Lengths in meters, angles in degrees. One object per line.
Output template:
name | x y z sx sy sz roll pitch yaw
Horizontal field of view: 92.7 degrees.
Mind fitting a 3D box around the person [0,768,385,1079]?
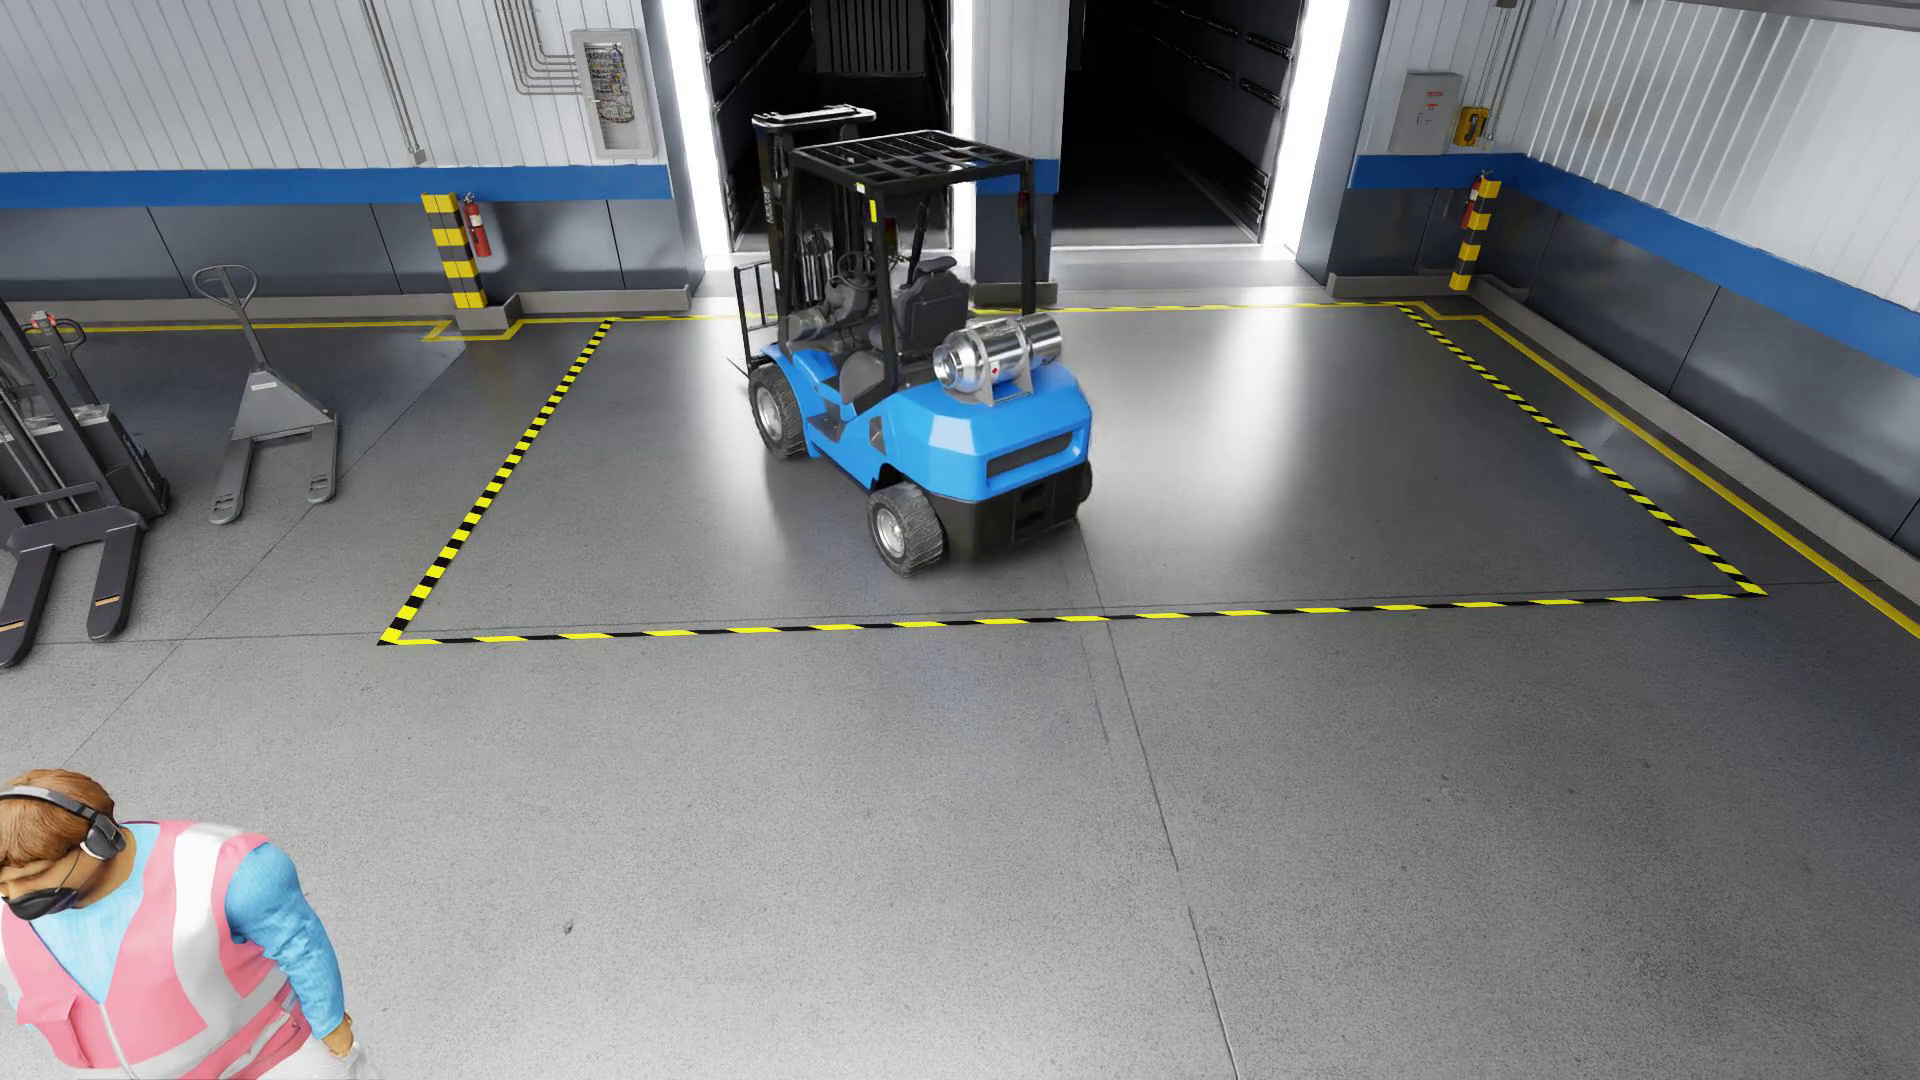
person | -1.874 1.257 2.319 0.624 1.844 0.429 -8 36 -12

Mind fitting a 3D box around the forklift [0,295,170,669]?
forklift | -5.212 -0.618 4.878 0.823 1.965 1.885 -20 39 -26

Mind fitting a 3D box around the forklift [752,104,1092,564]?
forklift | -0.351 -1.394 5.681 1.157 2.036 2.680 -22 40 -28

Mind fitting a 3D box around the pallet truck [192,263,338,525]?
pallet truck | -4.778 -1.027 6.128 0.680 1.201 1.601 -17 38 -23
